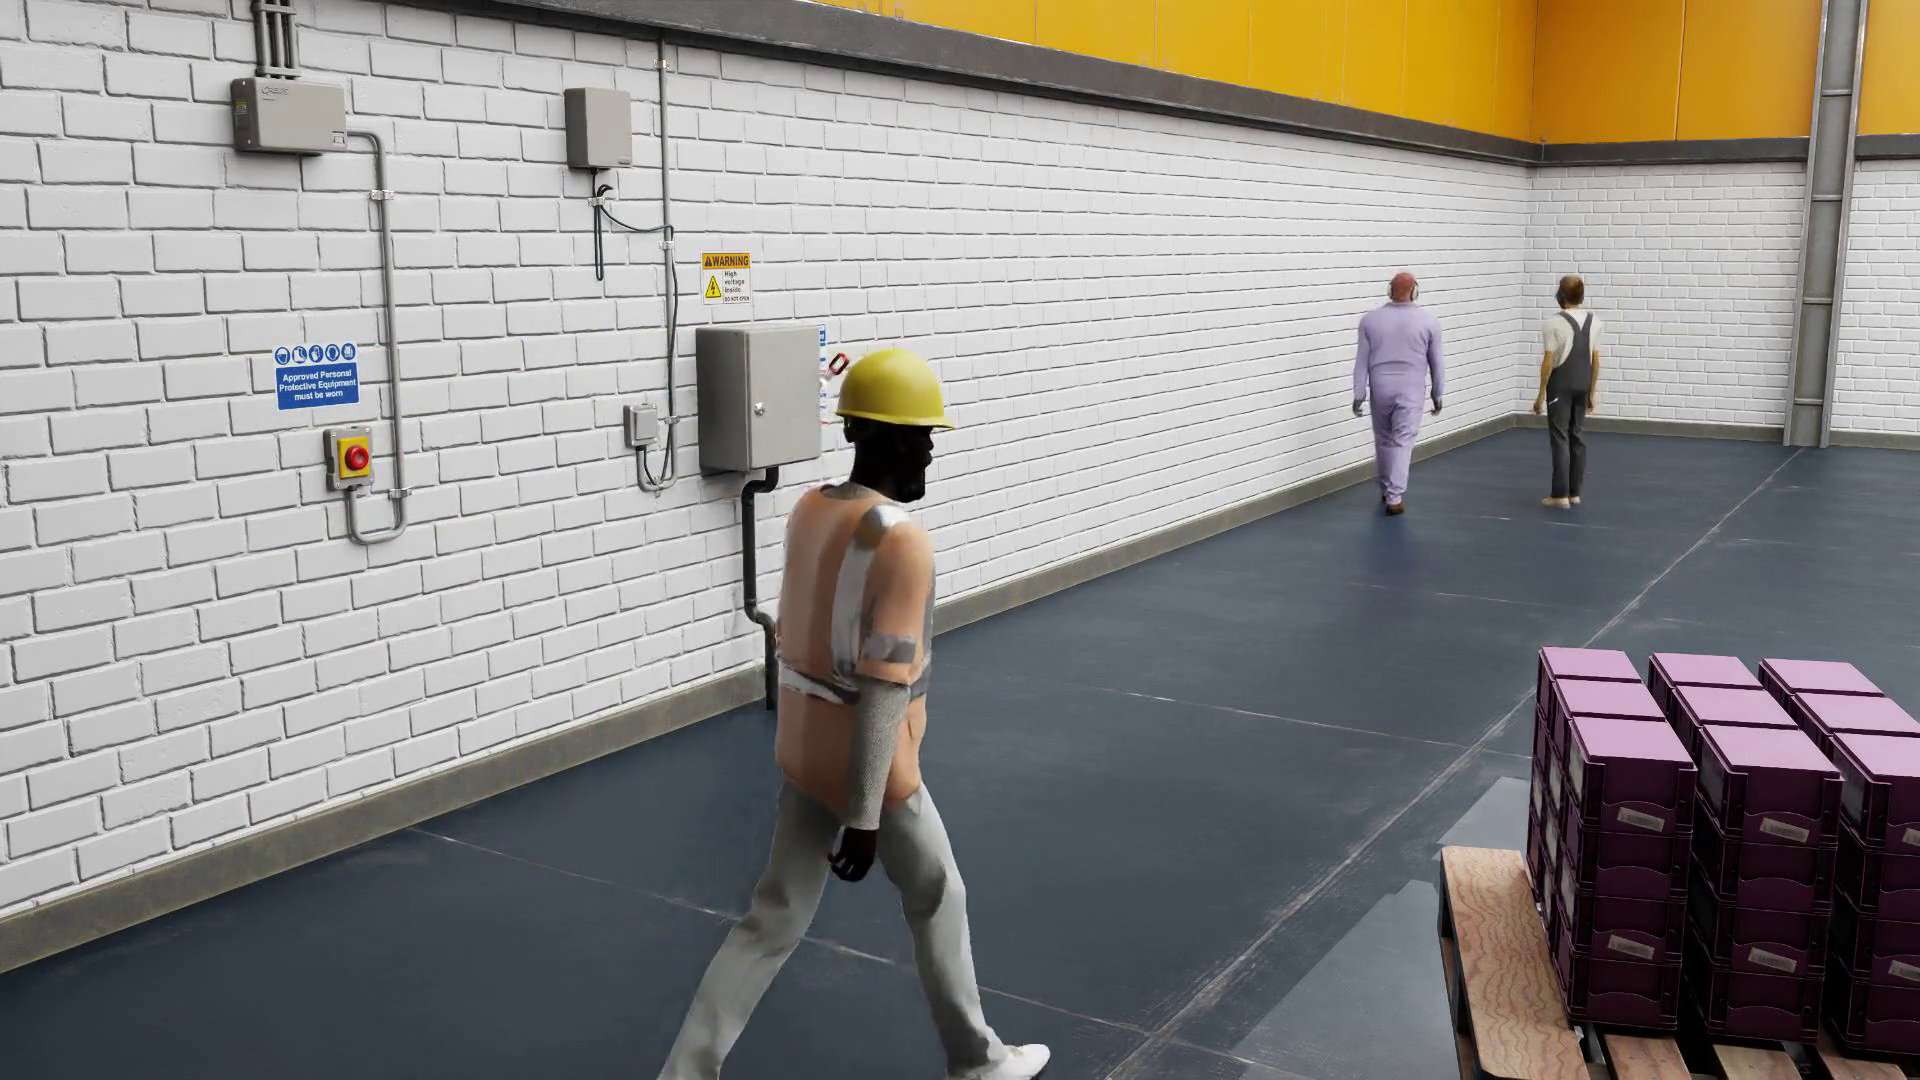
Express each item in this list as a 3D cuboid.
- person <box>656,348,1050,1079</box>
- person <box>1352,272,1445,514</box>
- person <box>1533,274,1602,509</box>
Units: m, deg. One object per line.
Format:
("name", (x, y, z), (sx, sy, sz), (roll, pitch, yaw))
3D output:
("person", (-0.294, 0.496, 3.834), (1.059, 1.867, 0.601), (-7, 12, -35))
("person", (3.432, -1.153, 12.990), (0.670, 1.852, 1.017), (5, 11, 26))
("person", (4.790, -1.170, 13.112), (0.508, 1.845, 0.372), (-3, 11, -16))
